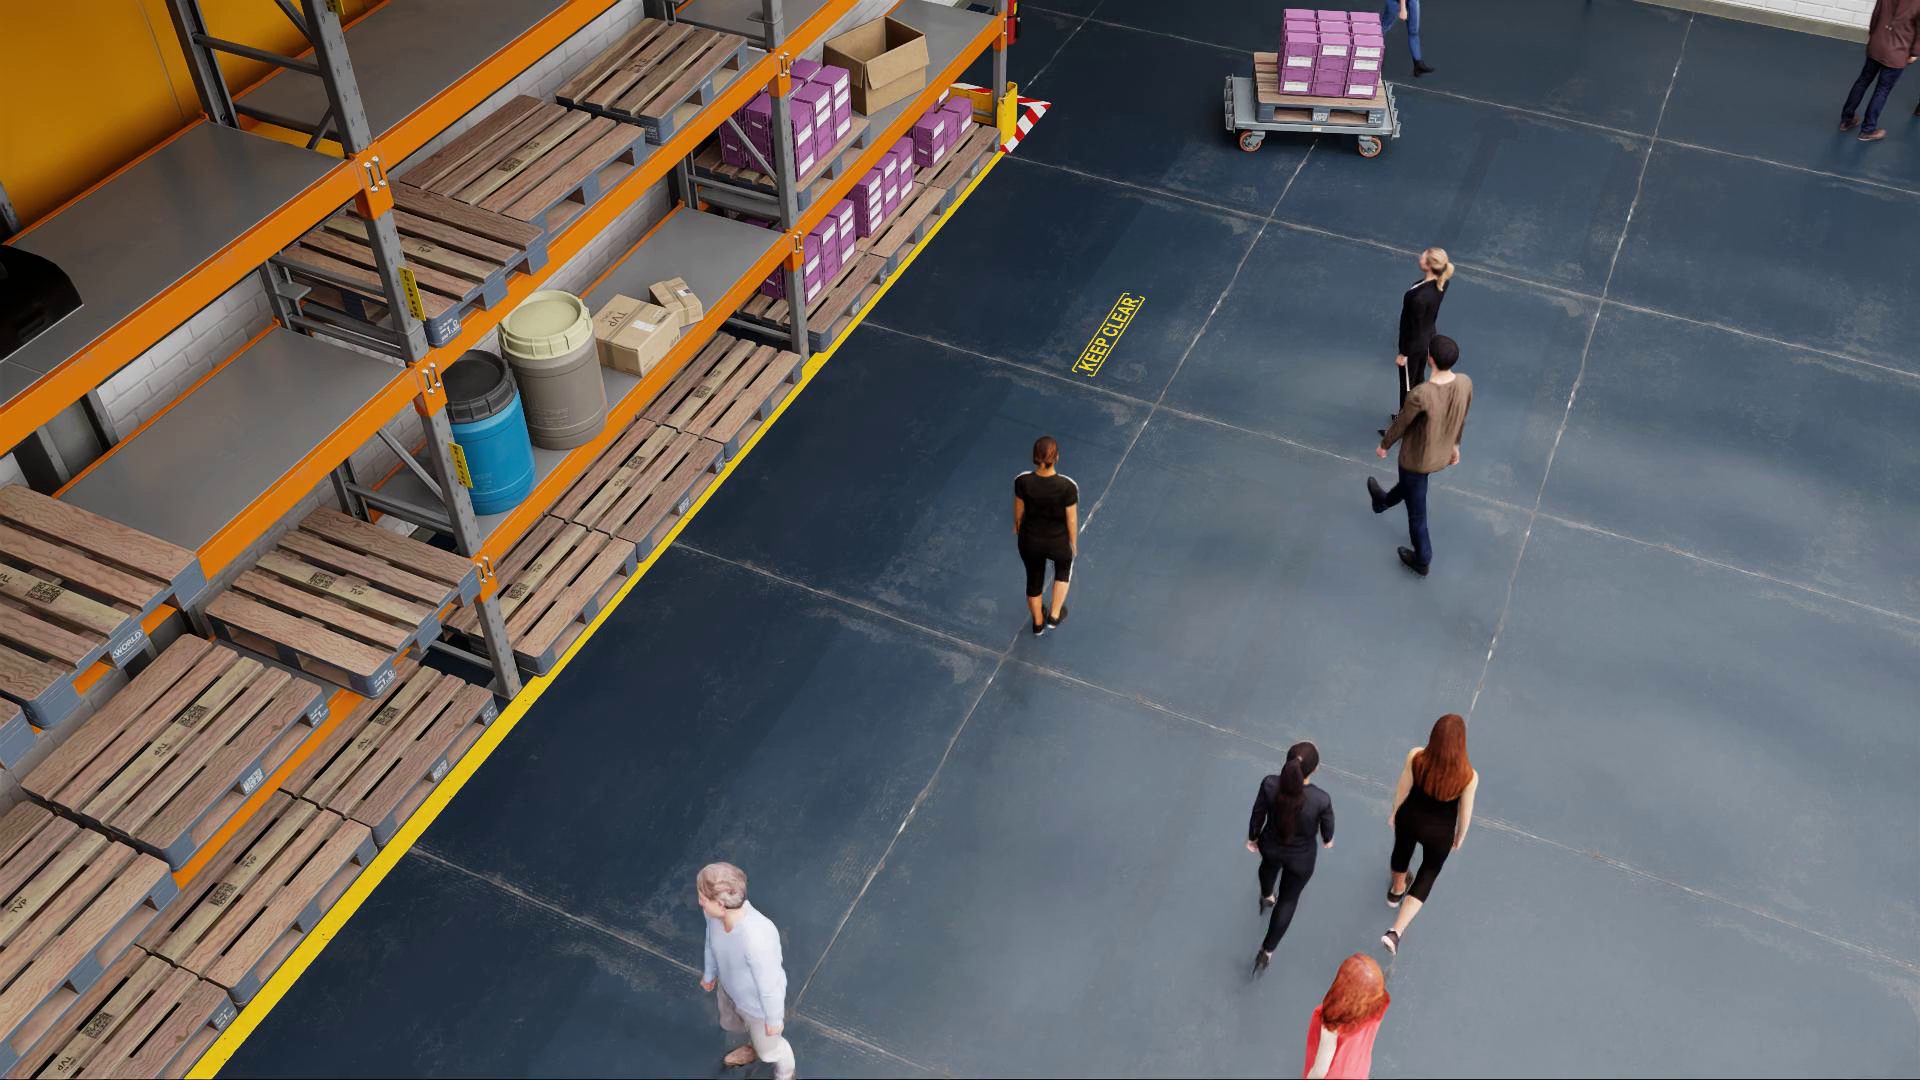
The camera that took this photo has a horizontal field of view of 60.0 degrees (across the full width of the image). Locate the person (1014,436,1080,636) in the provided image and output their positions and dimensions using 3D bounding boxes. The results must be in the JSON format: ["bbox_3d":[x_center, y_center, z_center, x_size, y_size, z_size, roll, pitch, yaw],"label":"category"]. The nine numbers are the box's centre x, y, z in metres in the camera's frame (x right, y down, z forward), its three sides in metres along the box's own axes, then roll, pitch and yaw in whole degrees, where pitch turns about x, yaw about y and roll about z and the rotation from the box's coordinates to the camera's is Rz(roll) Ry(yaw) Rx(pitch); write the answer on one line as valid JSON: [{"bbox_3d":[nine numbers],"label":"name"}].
[{"bbox_3d":[0.551,0.036,10.965,0.646,1.660,0.603,11,45,11],"label":"person"}]

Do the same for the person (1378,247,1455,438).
[{"bbox_3d":[3.445,-1.463,12.505,0.724,1.706,0.561,30,51,28],"label":"person"}]

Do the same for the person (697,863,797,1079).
[{"bbox_3d":[-1.044,2.312,8.427,0.767,1.866,0.698,22,48,21],"label":"person"}]

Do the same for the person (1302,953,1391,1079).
[{"bbox_3d":[1.850,2.599,8.154,0.625,1.826,0.735,-25,49,-24],"label":"person"}]

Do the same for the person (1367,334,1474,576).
[{"bbox_3d":[3.240,-0.522,11.420,1.152,1.841,1.117,-21,47,-20],"label":"person"}]

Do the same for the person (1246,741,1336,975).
[{"bbox_3d":[1.795,1.757,9.137,0.626,1.690,0.858,21,47,20],"label":"person"}]

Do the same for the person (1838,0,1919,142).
[{"bbox_3d":[8.856,-4.714,15.815,0.906,1.847,0.867,-18,46,-18],"label":"person"}]

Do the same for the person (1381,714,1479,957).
[{"bbox_3d":[2.550,1.638,9.246,0.672,1.712,0.997,25,49,24],"label":"person"}]

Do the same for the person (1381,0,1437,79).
[{"bbox_3d":[4.389,-5.472,16.801,0.895,1.586,1.037,32,52,29],"label":"person"}]
